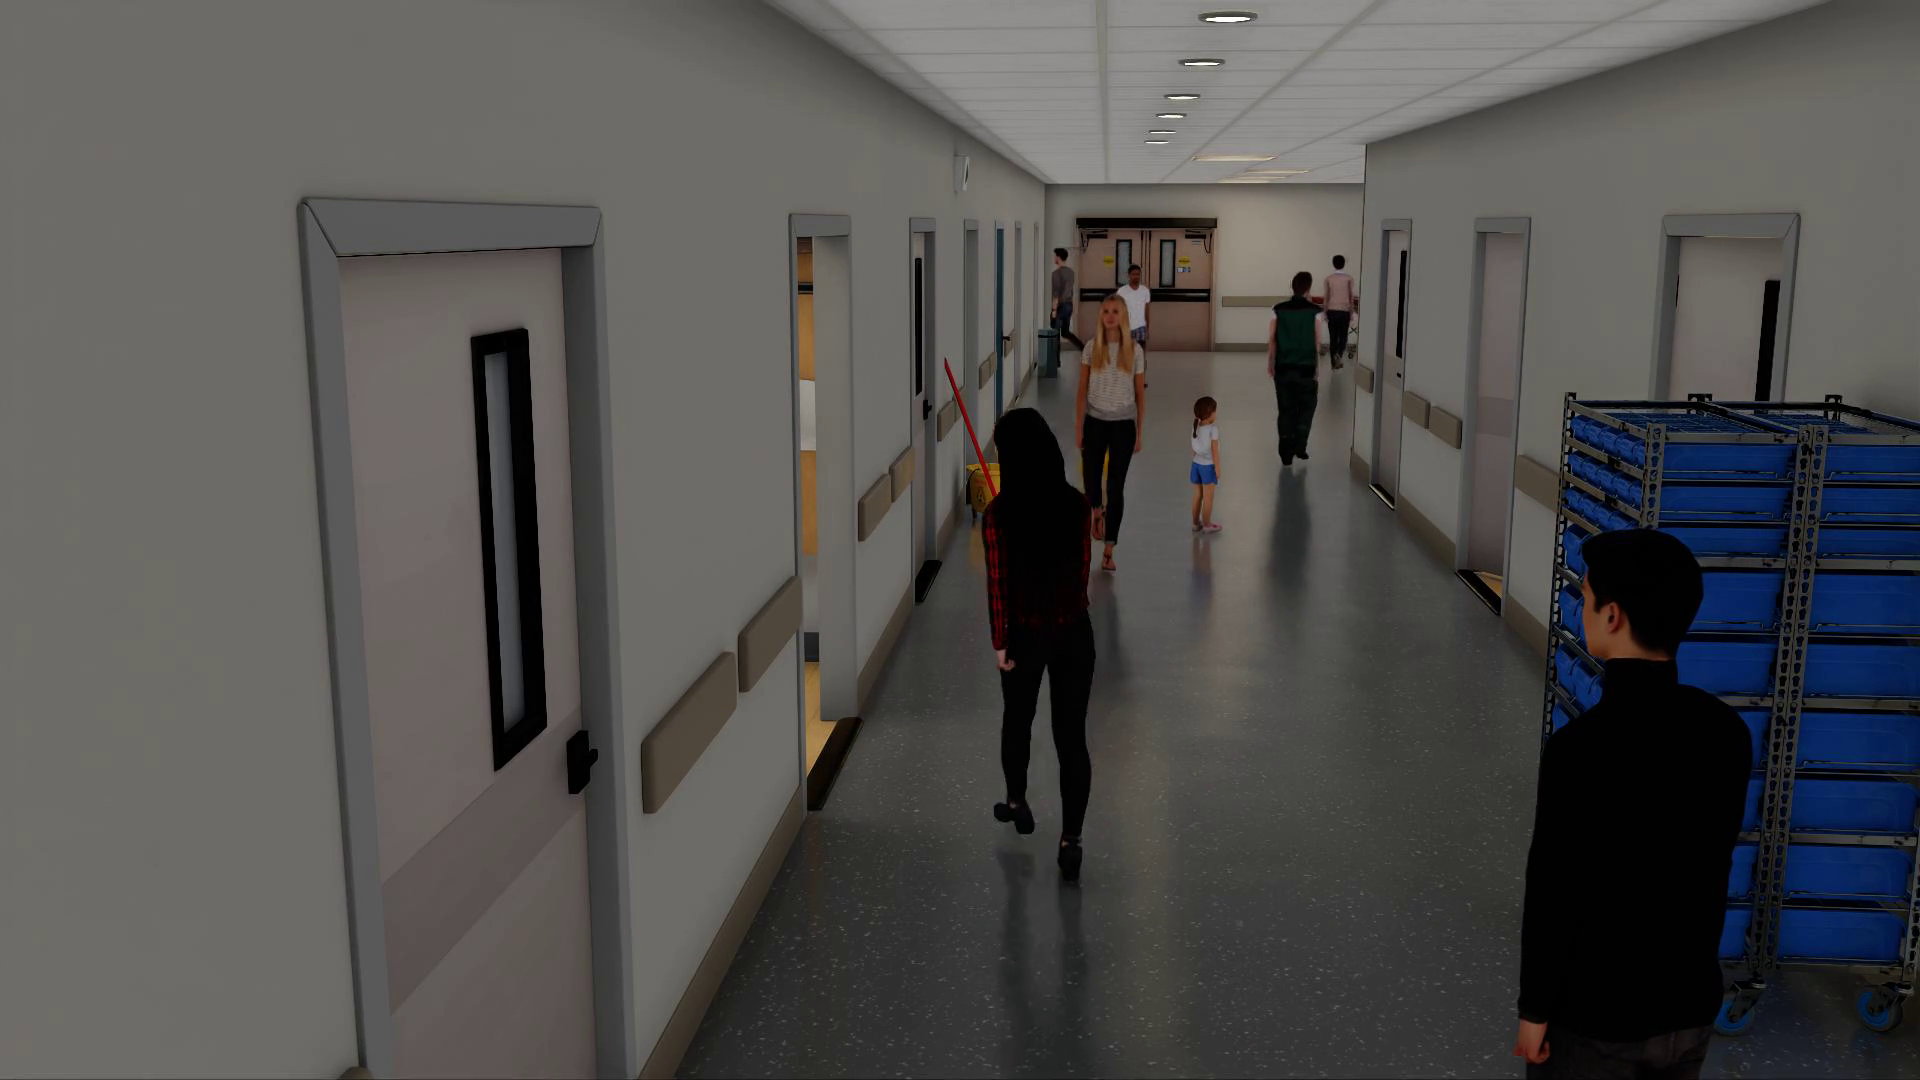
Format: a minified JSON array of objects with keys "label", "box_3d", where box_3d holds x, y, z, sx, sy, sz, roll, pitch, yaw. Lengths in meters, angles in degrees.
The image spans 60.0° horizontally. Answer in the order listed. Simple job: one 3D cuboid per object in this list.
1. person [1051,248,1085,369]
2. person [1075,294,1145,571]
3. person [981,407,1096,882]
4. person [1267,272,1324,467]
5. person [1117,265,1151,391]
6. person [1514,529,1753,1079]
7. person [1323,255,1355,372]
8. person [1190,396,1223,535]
[{"label":"person","box_3d":[1.695,-3.653,26.344,1.088,1.887,1.106,8,13,37]},{"label":"person","box_3d":[1.002,-0.722,11.112,0.638,1.807,1.014,2,11,10]},{"label":"person","box_3d":[0.338,0.385,5.767,0.807,1.624,0.976,-3,11,-13]},{"label":"person","box_3d":[3.161,-1.607,15.723,0.733,1.823,0.728,3,11,16]},{"label":"person","box_3d":[2.359,-2.899,22.908,0.796,1.687,1.149,-1,11,-5]},{"label":"person","box_3d":[1.271,0.829,3.167,0.722,1.721,0.710,-5,12,-23]},{"label":"person","box_3d":[5.871,-3.511,25.839,0.725,1.796,0.828,4,11,18]},{"label":"person","box_3d":[1.820,-0.566,12.399,0.550,1.020,0.480,-6,12,-30]}]
